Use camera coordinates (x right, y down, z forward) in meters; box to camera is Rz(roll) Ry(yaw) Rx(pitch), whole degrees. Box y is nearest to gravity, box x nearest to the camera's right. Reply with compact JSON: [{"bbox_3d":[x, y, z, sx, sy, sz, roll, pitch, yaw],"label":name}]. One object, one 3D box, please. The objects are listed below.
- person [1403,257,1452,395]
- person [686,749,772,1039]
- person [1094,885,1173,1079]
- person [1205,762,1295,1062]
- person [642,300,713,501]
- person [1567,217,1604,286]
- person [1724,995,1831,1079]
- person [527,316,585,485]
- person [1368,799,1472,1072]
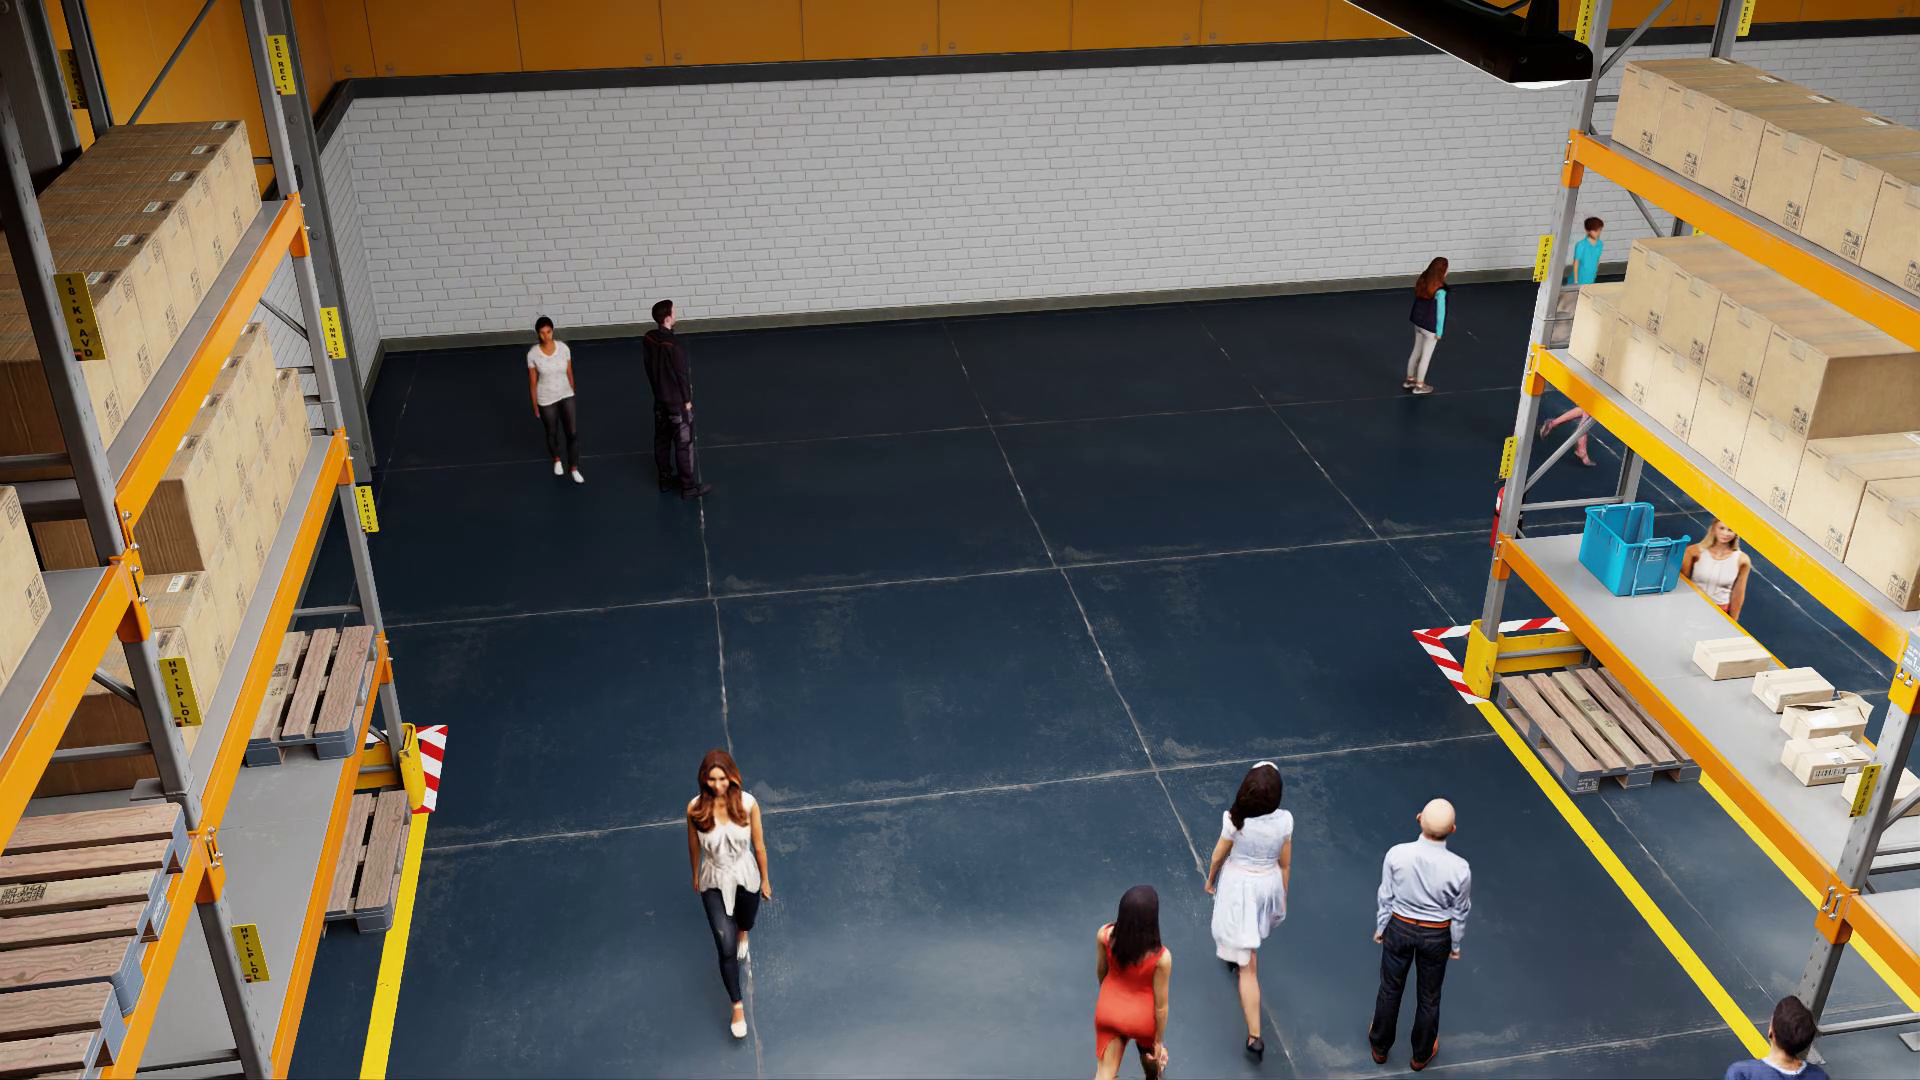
[{"bbox_3d":[4.936,-2.283,17.590,0.668,1.496,0.553,-10,30,-17],"label":"person"},{"bbox_3d":[-1.317,1.921,9.614,0.594,1.754,1.088,-5,29,-9],"label":"person"},{"bbox_3d":[0.829,2.534,8.585,0.983,1.664,1.184,12,31,20],"label":"person"},{"bbox_3d":[1.634,2.094,9.290,0.703,1.759,1.210,-2,29,-3],"label":"person"},{"bbox_3d":[-2.657,-1.305,15.360,0.758,1.915,0.837,22,35,34],"label":"person"},{"bbox_3d":[7.062,-3.006,18.989,0.531,1.425,0.835,-5,29,-9],"label":"person"},{"bbox_3d":[3.677,2.933,7.683,0.711,1.826,0.743,4,29,7],"label":"person"},{"bbox_3d":[-3.865,-1.366,15.771,0.684,1.628,0.861,-12,31,-20],"label":"person"},{"bbox_3d":[2.513,2.167,9.123,0.731,1.792,0.737,9,30,16],"label":"person"}]
